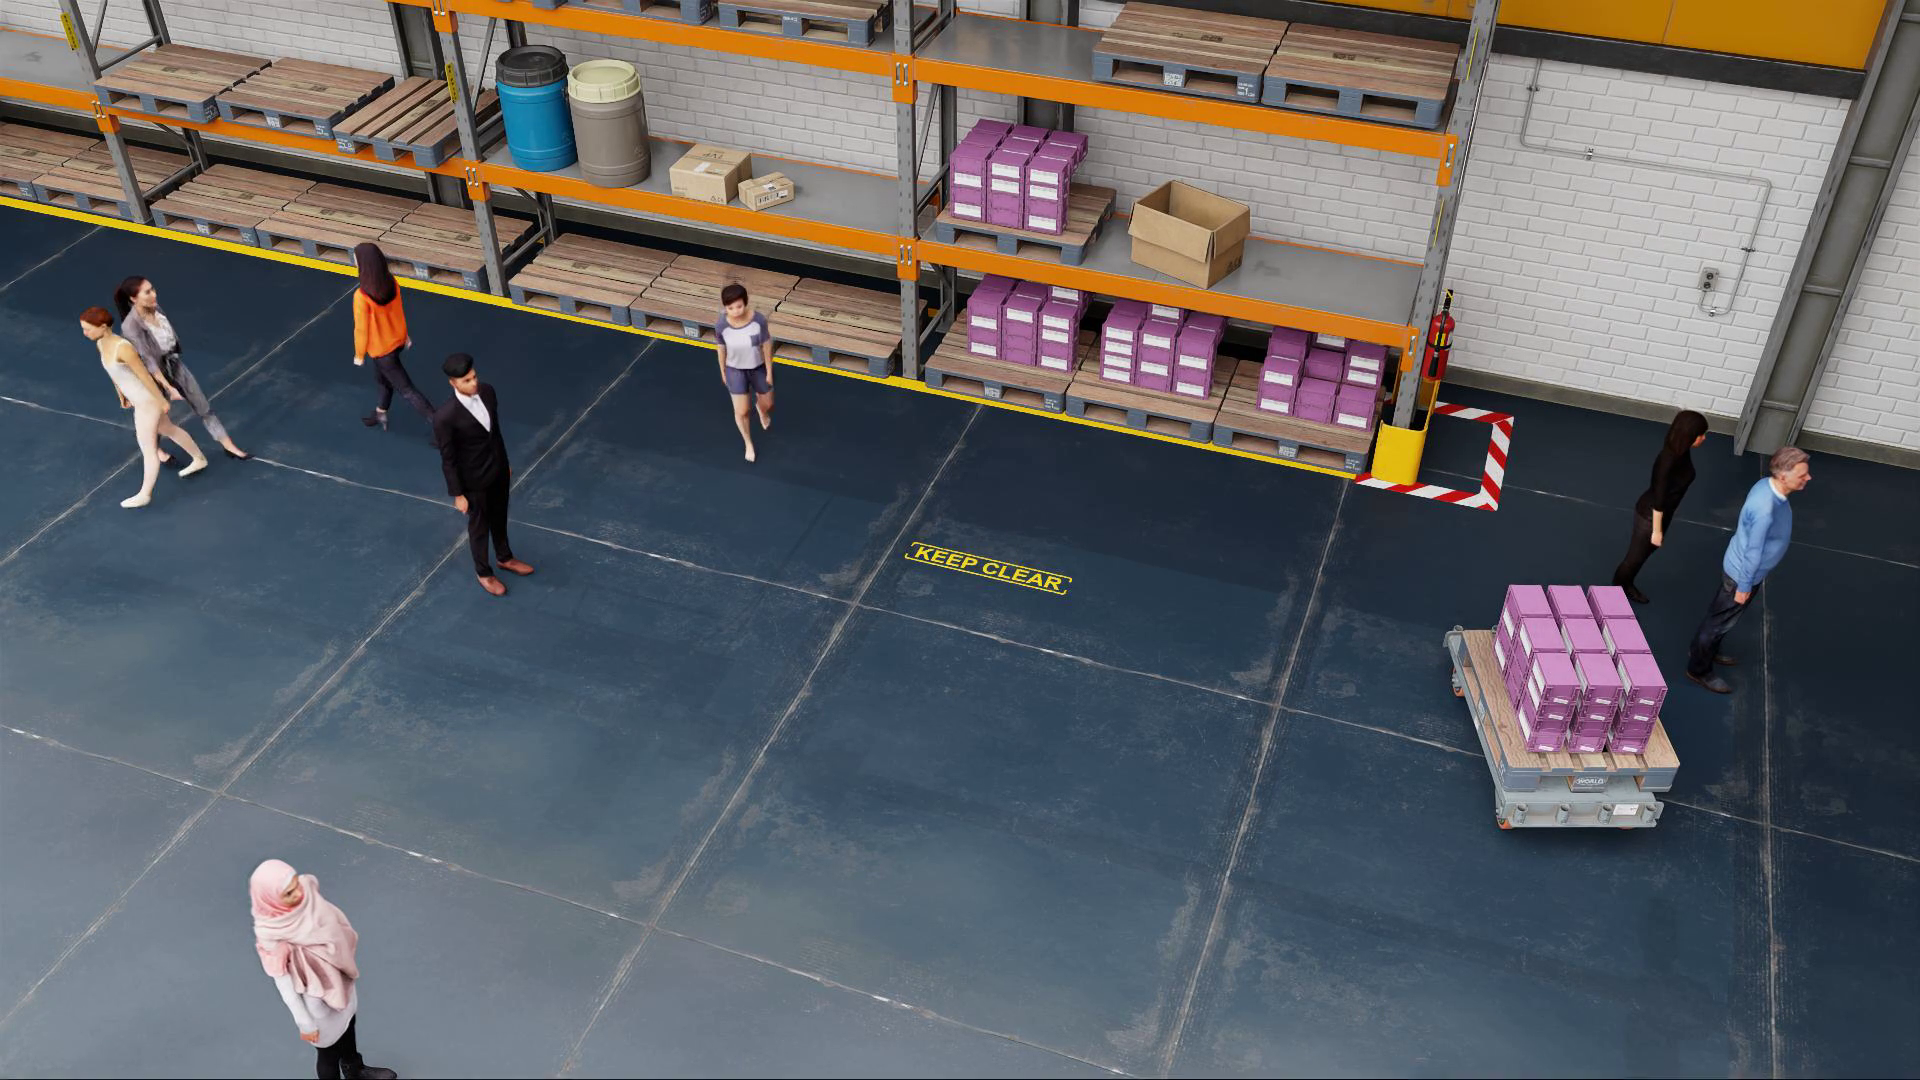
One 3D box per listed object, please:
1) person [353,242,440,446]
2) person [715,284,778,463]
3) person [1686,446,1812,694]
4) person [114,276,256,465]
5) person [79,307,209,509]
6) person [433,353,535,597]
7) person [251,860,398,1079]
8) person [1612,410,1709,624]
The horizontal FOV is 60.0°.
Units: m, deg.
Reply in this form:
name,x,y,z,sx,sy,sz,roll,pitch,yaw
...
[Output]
name,x,y,z,sx,sy,sz,roll,pitch,yaw
person,-4.288,-1.439,12.683,1.113,1.710,0.705,9,40,11
person,-1.628,-1.345,12.702,0.826,1.539,0.843,-8,39,-10
person,5.018,0.148,10.609,0.605,1.817,0.691,19,42,22
person,-6.045,-1.198,12.450,1.108,1.623,0.725,7,39,9
person,-5.964,-1.055,12.290,0.992,1.598,0.844,27,46,30
person,-3.270,-0.478,11.341,0.599,1.881,0.734,19,42,22
person,-3.105,2.182,8.073,0.670,1.804,0.692,4,39,5
person,4.651,-0.185,11.169,0.594,1.638,0.625,26,45,29
